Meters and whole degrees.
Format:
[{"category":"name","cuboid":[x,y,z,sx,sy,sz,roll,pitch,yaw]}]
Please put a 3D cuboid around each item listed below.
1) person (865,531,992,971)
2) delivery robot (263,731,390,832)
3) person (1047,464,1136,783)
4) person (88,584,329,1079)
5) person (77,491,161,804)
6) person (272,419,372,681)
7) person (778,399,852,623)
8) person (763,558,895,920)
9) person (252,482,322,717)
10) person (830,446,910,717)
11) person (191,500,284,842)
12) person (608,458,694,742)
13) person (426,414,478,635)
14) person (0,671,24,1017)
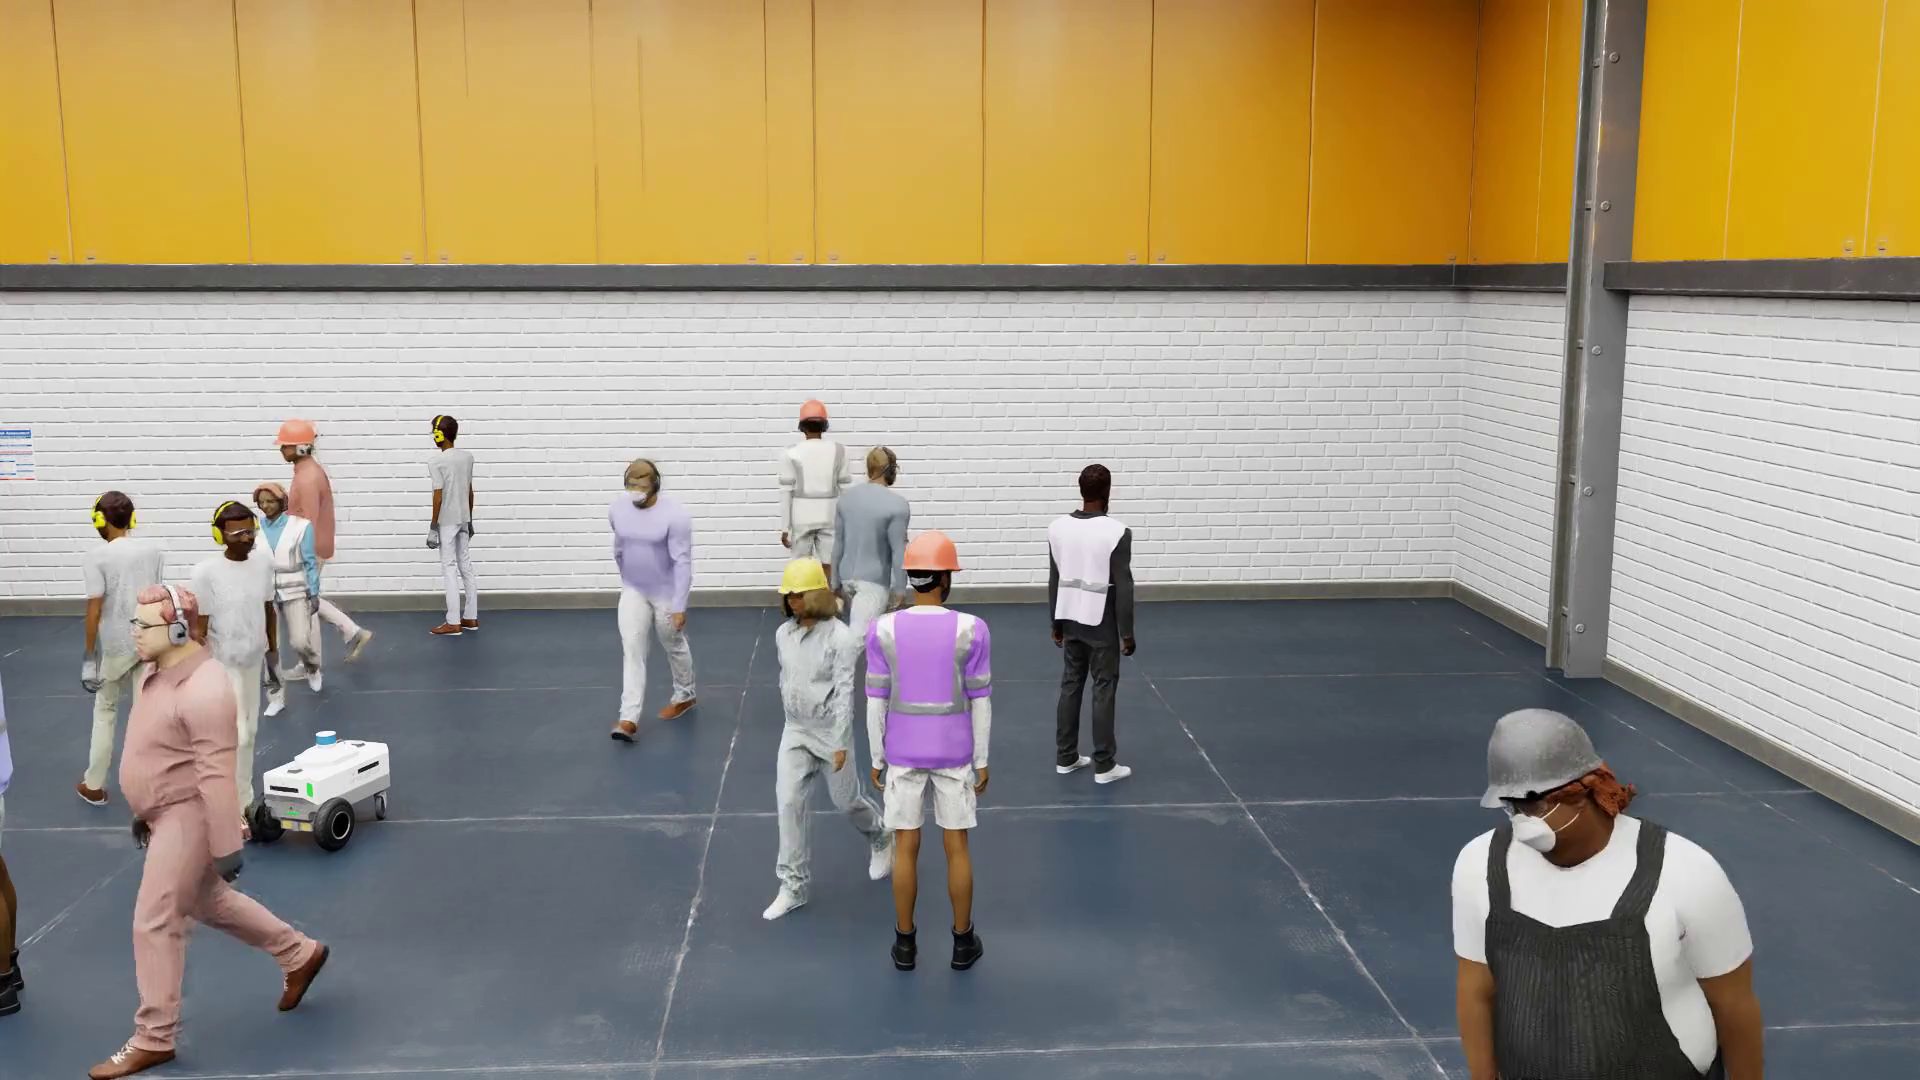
[{"category":"person","cuboid":[-0.134,0.922,7.271,0.547,1.930,0.382,1,9,4]},{"category":"delivery robot","cuboid":[-3.429,1.281,9.030,0.477,0.478,0.707,3,9,17]},{"category":"person","cuboid":[0.774,0.498,10.016,0.594,1.910,0.386,8,12,42]},{"category":"person","cuboid":[-2.965,1.075,6.504,0.887,1.872,0.641,-6,11,-35]},{"category":"person","cuboid":[-4.754,0.638,9.433,0.846,1.813,0.605,4,10,24]},{"category":"person","cuboid":[-4.837,0.067,12.501,0.571,1.973,0.631,-3,10,-19]},{"category":"person","cuboid":[-1.171,-0.148,13.742,0.616,2.022,0.792,-3,9,-18]},{"category":"person","cuboid":[-0.641,0.909,8.038,0.485,1.714,0.790,5,10,29]},{"category":"person","cuboid":[-4.716,0.385,11.605,0.525,1.620,0.553,-1,9,-6]},{"category":"person","cuboid":[-0.658,0.291,11.489,0.645,1.870,1.098,8,12,43]},{"category":"person","cuboid":[-3.887,0.696,9.002,0.520,1.841,0.495,4,10,25]},{"category":"person","cuboid":[-2.023,0.372,10.968,0.633,1.848,1.094,3,9,17]},{"category":"person","cuboid":[-4.311,-0.130,14.074,0.328,1.870,0.510,4,10,23]},{"category":"person","cuboid":[-4.068,0.998,6.771,0.360,1.939,0.543,-4,10,-22]}]
